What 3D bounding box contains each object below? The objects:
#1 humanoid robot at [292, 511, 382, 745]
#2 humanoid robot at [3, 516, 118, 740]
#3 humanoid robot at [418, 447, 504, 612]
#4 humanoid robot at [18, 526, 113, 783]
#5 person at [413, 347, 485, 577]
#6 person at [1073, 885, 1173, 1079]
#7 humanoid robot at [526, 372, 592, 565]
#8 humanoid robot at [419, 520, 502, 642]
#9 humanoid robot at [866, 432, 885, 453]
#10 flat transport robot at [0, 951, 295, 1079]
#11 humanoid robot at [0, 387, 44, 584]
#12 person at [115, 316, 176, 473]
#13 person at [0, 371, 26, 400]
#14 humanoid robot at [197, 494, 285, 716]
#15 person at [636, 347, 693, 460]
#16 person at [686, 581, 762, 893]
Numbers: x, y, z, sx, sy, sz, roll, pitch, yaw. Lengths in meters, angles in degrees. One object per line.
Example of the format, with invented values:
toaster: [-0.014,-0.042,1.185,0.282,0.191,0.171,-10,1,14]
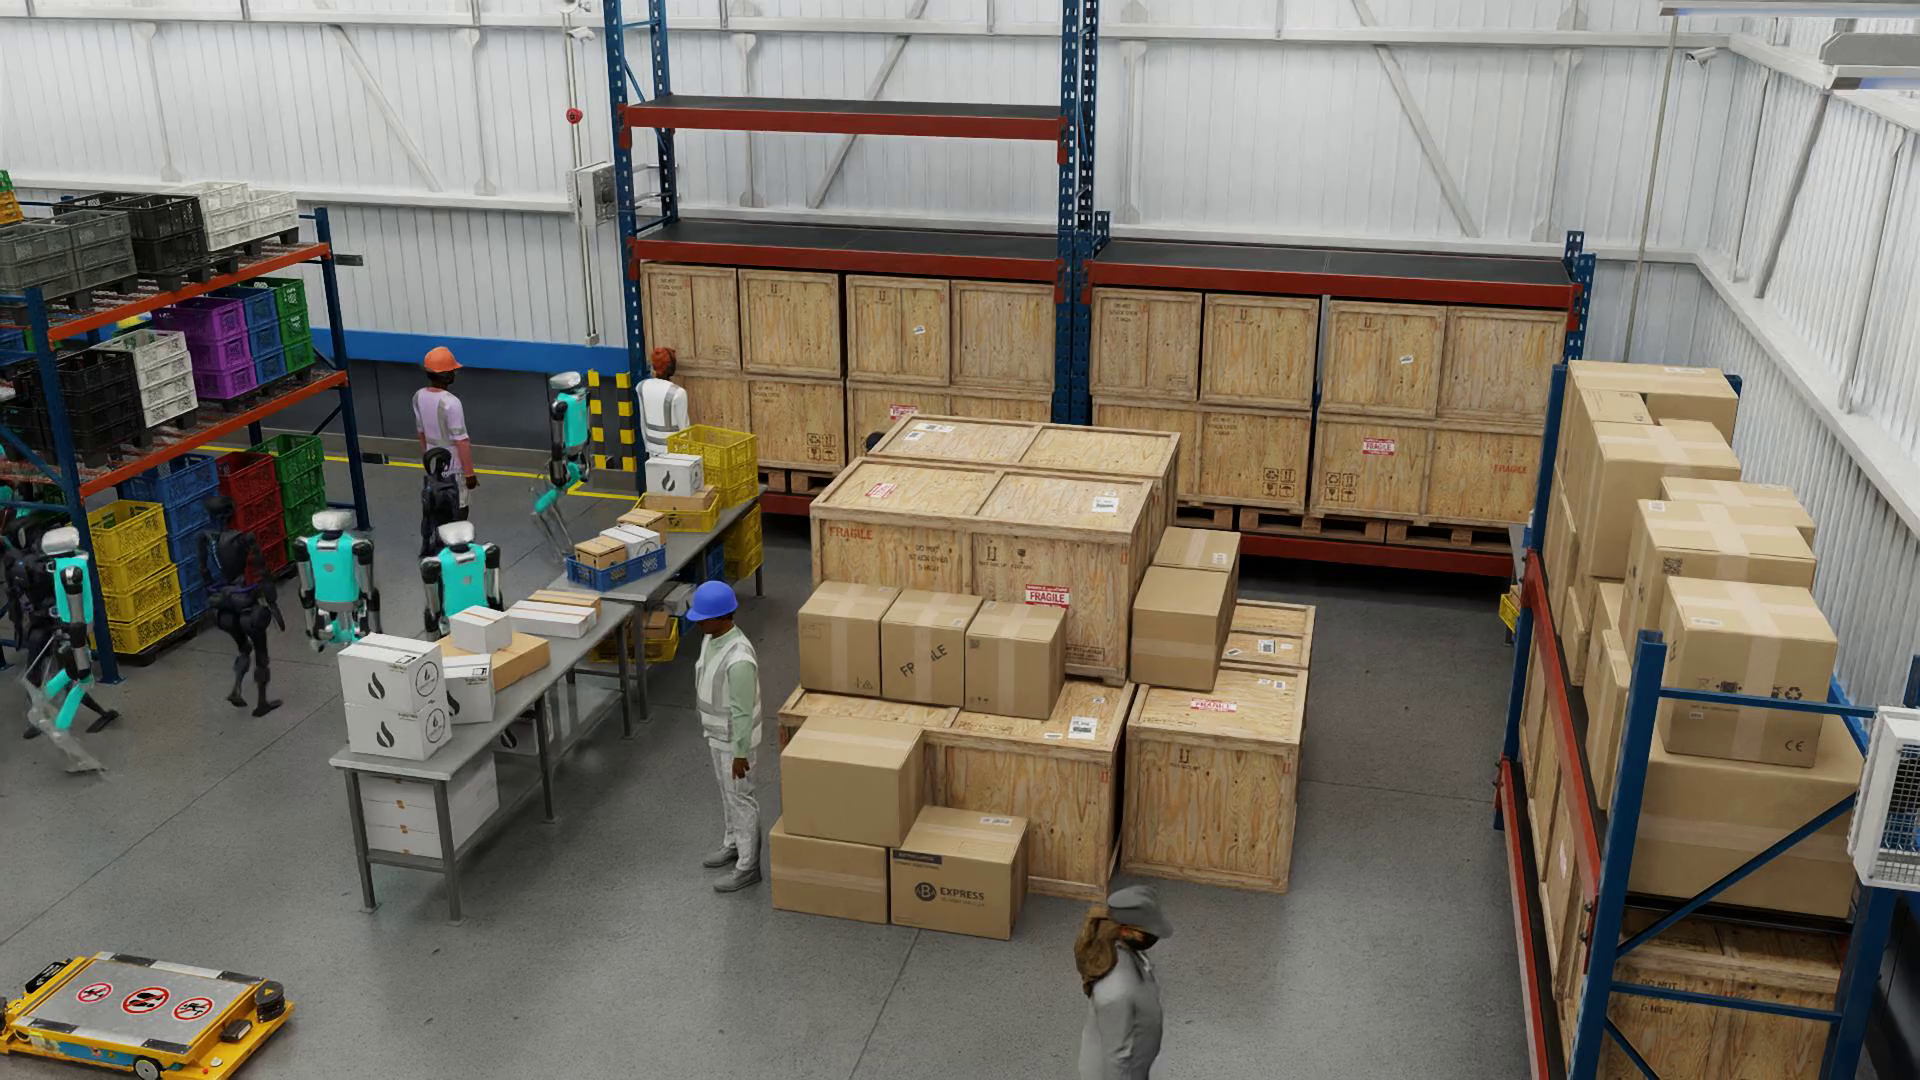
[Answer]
humanoid robot: [-4.215,0.555,11.560,0.556,1.736,1.037,0,21,0]
humanoid robot: [-6.314,0.605,11.537,0.615,1.640,0.460,6,22,15]
humanoid robot: [-3.941,0.036,12.987,0.590,1.636,0.602,-19,28,-40]
humanoid robot: [-5.927,0.826,10.899,0.674,1.847,0.557,-11,23,-26]
person: [-4.369,-0.655,14.276,0.605,2.045,0.375,16,26,35]
person: [0.673,2.240,7.092,0.407,1.760,0.564,3,21,7]
humanoid robot: [-3.566,-0.632,14.613,0.698,1.760,0.538,7,22,18]
humanoid robot: [-3.446,0.654,11.306,0.535,1.796,0.819,-16,26,-36]
humanoid robot: [-0.585,-0.086,13.306,0.606,1.648,0.483,5,21,12]
flat transport robot: [-4.270,2.464,8.601,1.431,0.231,0.659,5,22,13]
humanoid robot: [-8.082,-0.360,13.995,0.537,1.735,1.075,5,21,12]
person: [-8.124,-1.400,16.629,0.597,1.764,1.045,-12,24,-29]
person: [-9.627,-1.366,16.466,0.665,1.794,0.561,-15,25,-33]
humanoid robot: [-5.124,0.471,11.830,0.589,1.642,0.391,5,21,12]
person: [-2.618,-0.806,14.900,0.570,1.877,0.338,14,25,32]
person: [-1.363,1.130,9.756,0.412,1.939,0.602,-9,23,-22]
